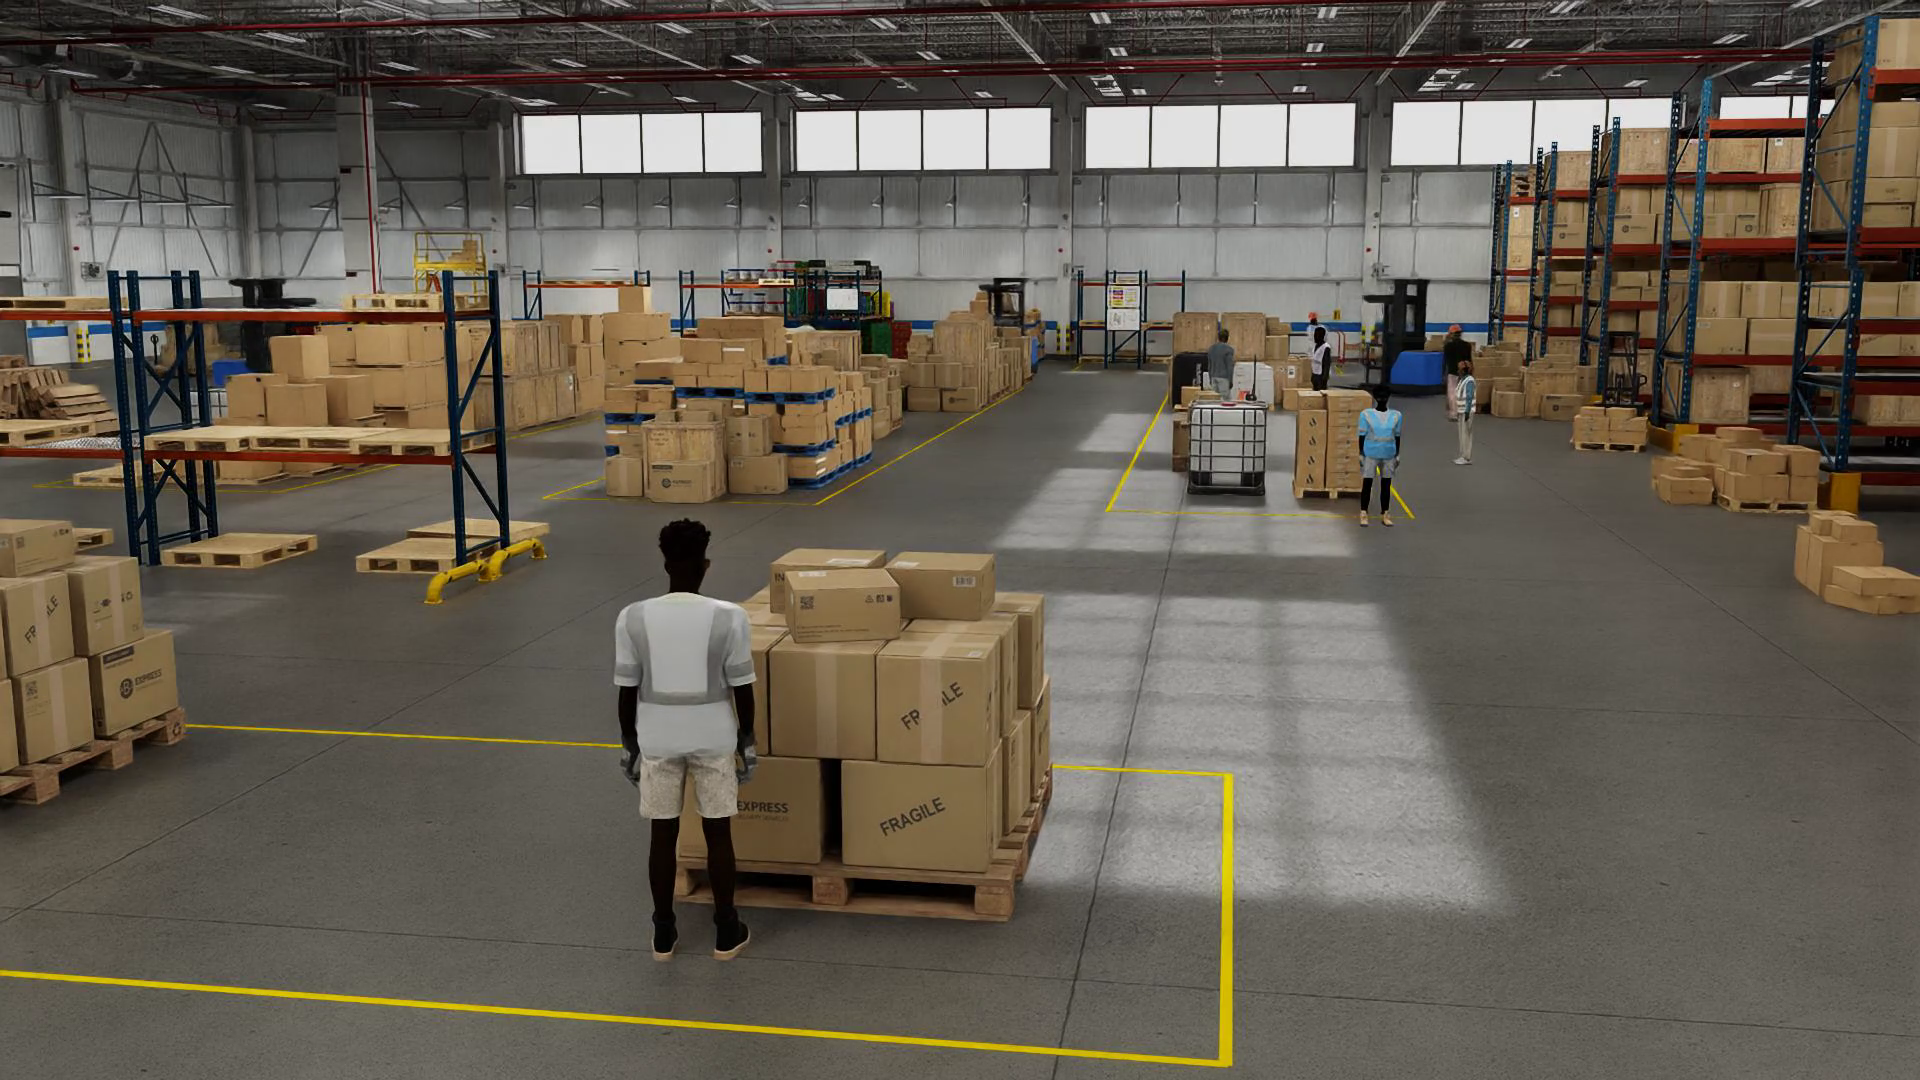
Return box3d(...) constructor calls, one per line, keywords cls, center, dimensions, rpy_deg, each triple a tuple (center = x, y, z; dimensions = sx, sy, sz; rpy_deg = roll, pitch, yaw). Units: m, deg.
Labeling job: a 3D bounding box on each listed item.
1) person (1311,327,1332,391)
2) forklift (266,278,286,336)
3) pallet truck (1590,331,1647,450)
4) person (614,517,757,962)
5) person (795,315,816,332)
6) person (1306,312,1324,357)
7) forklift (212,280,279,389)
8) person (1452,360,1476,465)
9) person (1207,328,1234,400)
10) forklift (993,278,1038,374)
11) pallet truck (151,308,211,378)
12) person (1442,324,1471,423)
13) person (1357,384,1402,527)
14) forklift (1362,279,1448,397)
box3d(cls="person", center=(7.144, -3.258, 32.967), dimensions=(0.390, 1.920, 0.587), rpy_deg=(-2, 10, -14))
box3d(cls="forklift", center=(-17.637, -5.370, 43.033), dimensions=(1.873, 2.768, 1.129), rpy_deg=(-3, 10, -17))
box3d(cls="pallet truck", center=(11.253, -2.573, 28.499), dimensions=(0.823, 1.965, 1.885), rpy_deg=(5, 10, 27))
box3d(cls="person", center=(-1.194, 0.878, 7.311), dimensions=(0.612, 1.962, 0.364), rpy_deg=(0, 9, 0))
box3d(cls="person", center=(-3.814, -4.692, 41.821), dimensions=(0.627, 1.904, 0.922), rpy_deg=(3, 10, 18))
box3d(cls="person", center=(9.811, -5.322, 45.779), dimensions=(0.547, 1.904, 0.897), rpy_deg=(9, 13, 43))
box3d(cls="forklift", center=(-15.176, -4.253, 36.142), dimensions=(1.873, 2.768, 1.129), rpy_deg=(1, 9, 9))
box3d(cls="person", center=(7.915, -1.994, 26.058), dimensions=(0.320, 1.631, 0.527), rpy_deg=(0, 9, 1))
box3d(cls="person", center=(4.997, -3.087, 31.882), dimensions=(0.366, 1.931, 0.630), rpy_deg=(-7, 12, -37))
box3d(cls="forklift", center=(1.443, -6.129, 47.715), dimensions=(1.129, 2.768, 1.873), rpy_deg=(4, 10, 24))
box3d(cls="pallet truck", center=(-21.869, -5.598, 47.154), dimensions=(0.823, 1.965, 1.885), rpy_deg=(4, 10, 26))
box3d(cls="person", center=(9.924, -3.334, 33.291), dimensions=(0.624, 1.978, 0.424), rpy_deg=(-4, 10, -21))
box3d(cls="person", center=(4.967, -0.998, 19.712), dimensions=(0.535, 1.697, 0.318), rpy_deg=(0, 9, -2))
box3d(cls="forklift", center=(10.871, -4.906, 40.171), dimensions=(1.129, 2.768, 1.873), rpy_deg=(-7, 11, -35))
